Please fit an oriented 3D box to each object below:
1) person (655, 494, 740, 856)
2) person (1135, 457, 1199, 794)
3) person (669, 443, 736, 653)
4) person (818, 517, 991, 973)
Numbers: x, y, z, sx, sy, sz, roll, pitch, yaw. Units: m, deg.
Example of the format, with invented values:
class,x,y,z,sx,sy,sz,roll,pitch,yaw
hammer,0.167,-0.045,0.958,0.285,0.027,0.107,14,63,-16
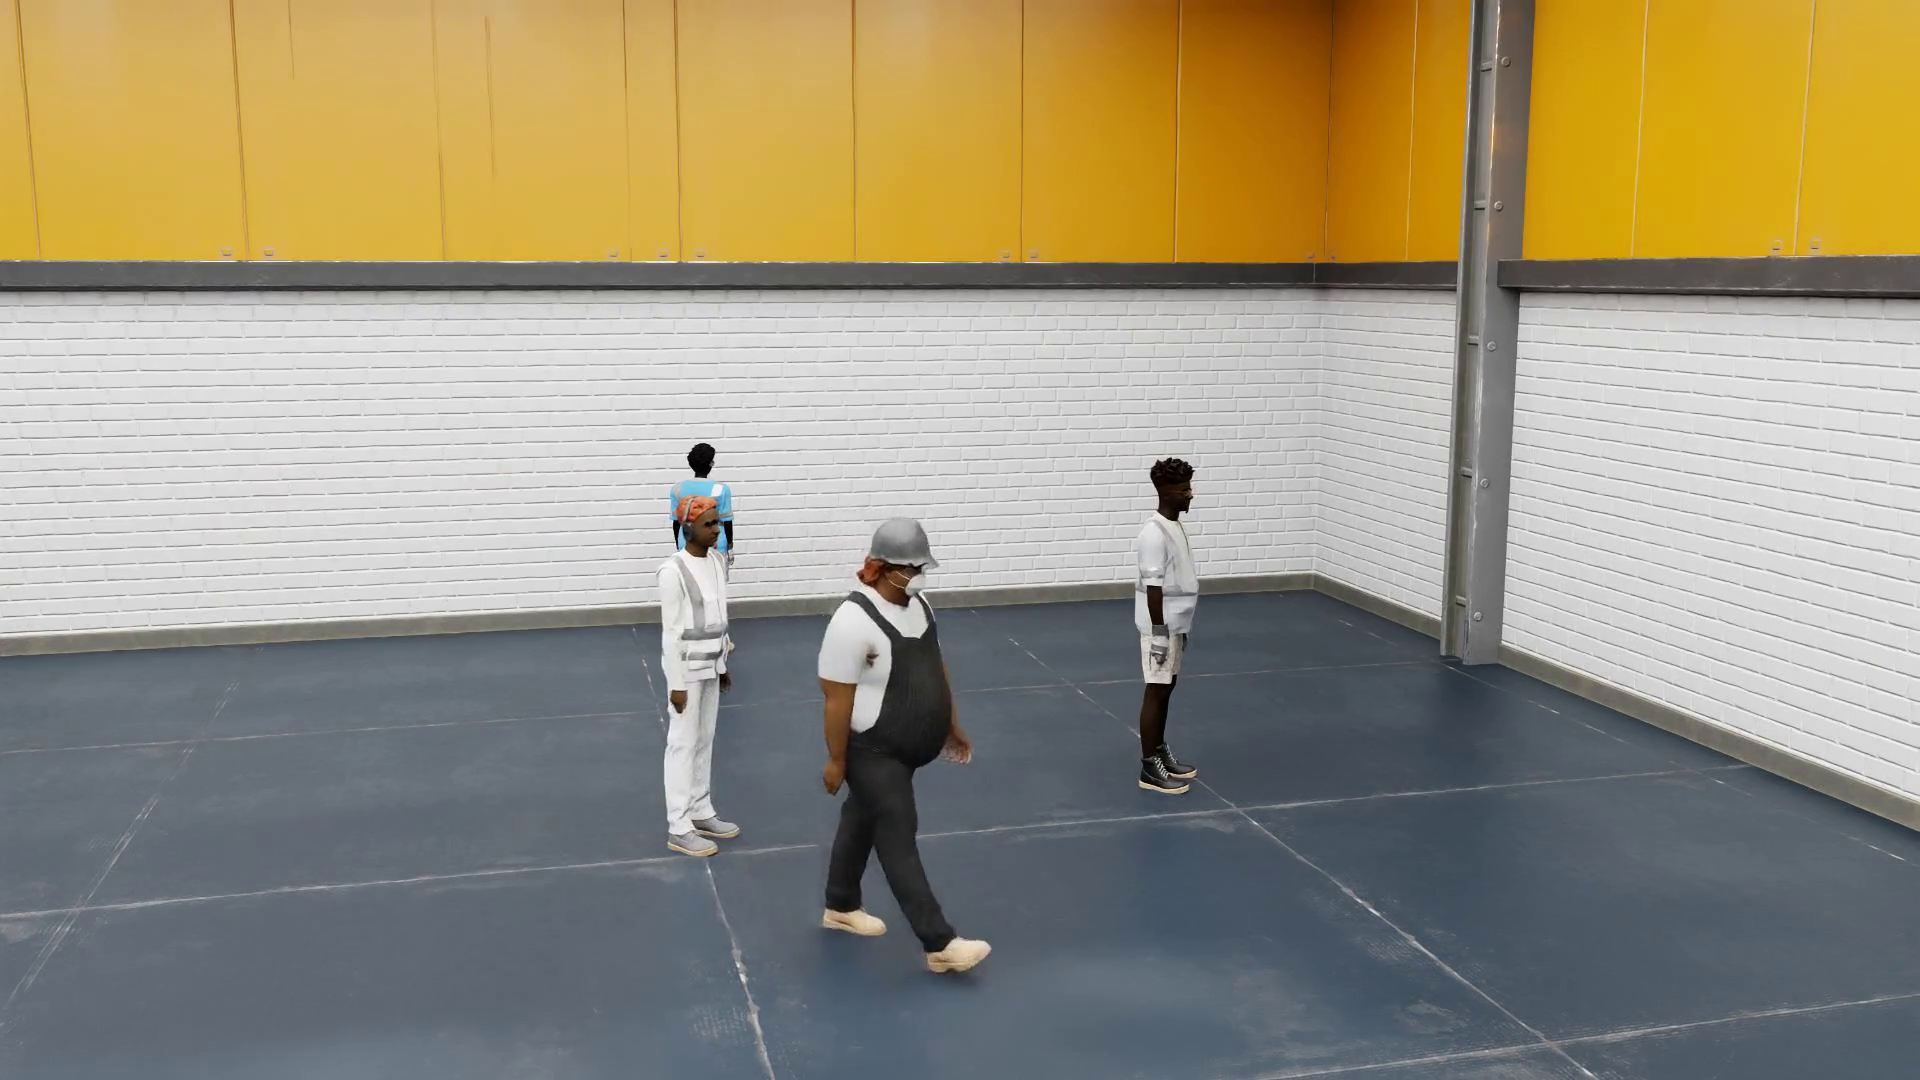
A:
class,x,y,z,sx,sy,sz,roll,pitch,yaw
person,-1.381,0.696,8.767,0.362,1.882,0.576,3,10,19
person,1.221,0.488,9.804,0.367,1.966,0.606,3,10,18
person,-2.035,0.075,13.225,0.529,1.697,0.318,2,9,12
person,-0.250,0.847,7.336,1.026,2.000,0.691,4,10,25
